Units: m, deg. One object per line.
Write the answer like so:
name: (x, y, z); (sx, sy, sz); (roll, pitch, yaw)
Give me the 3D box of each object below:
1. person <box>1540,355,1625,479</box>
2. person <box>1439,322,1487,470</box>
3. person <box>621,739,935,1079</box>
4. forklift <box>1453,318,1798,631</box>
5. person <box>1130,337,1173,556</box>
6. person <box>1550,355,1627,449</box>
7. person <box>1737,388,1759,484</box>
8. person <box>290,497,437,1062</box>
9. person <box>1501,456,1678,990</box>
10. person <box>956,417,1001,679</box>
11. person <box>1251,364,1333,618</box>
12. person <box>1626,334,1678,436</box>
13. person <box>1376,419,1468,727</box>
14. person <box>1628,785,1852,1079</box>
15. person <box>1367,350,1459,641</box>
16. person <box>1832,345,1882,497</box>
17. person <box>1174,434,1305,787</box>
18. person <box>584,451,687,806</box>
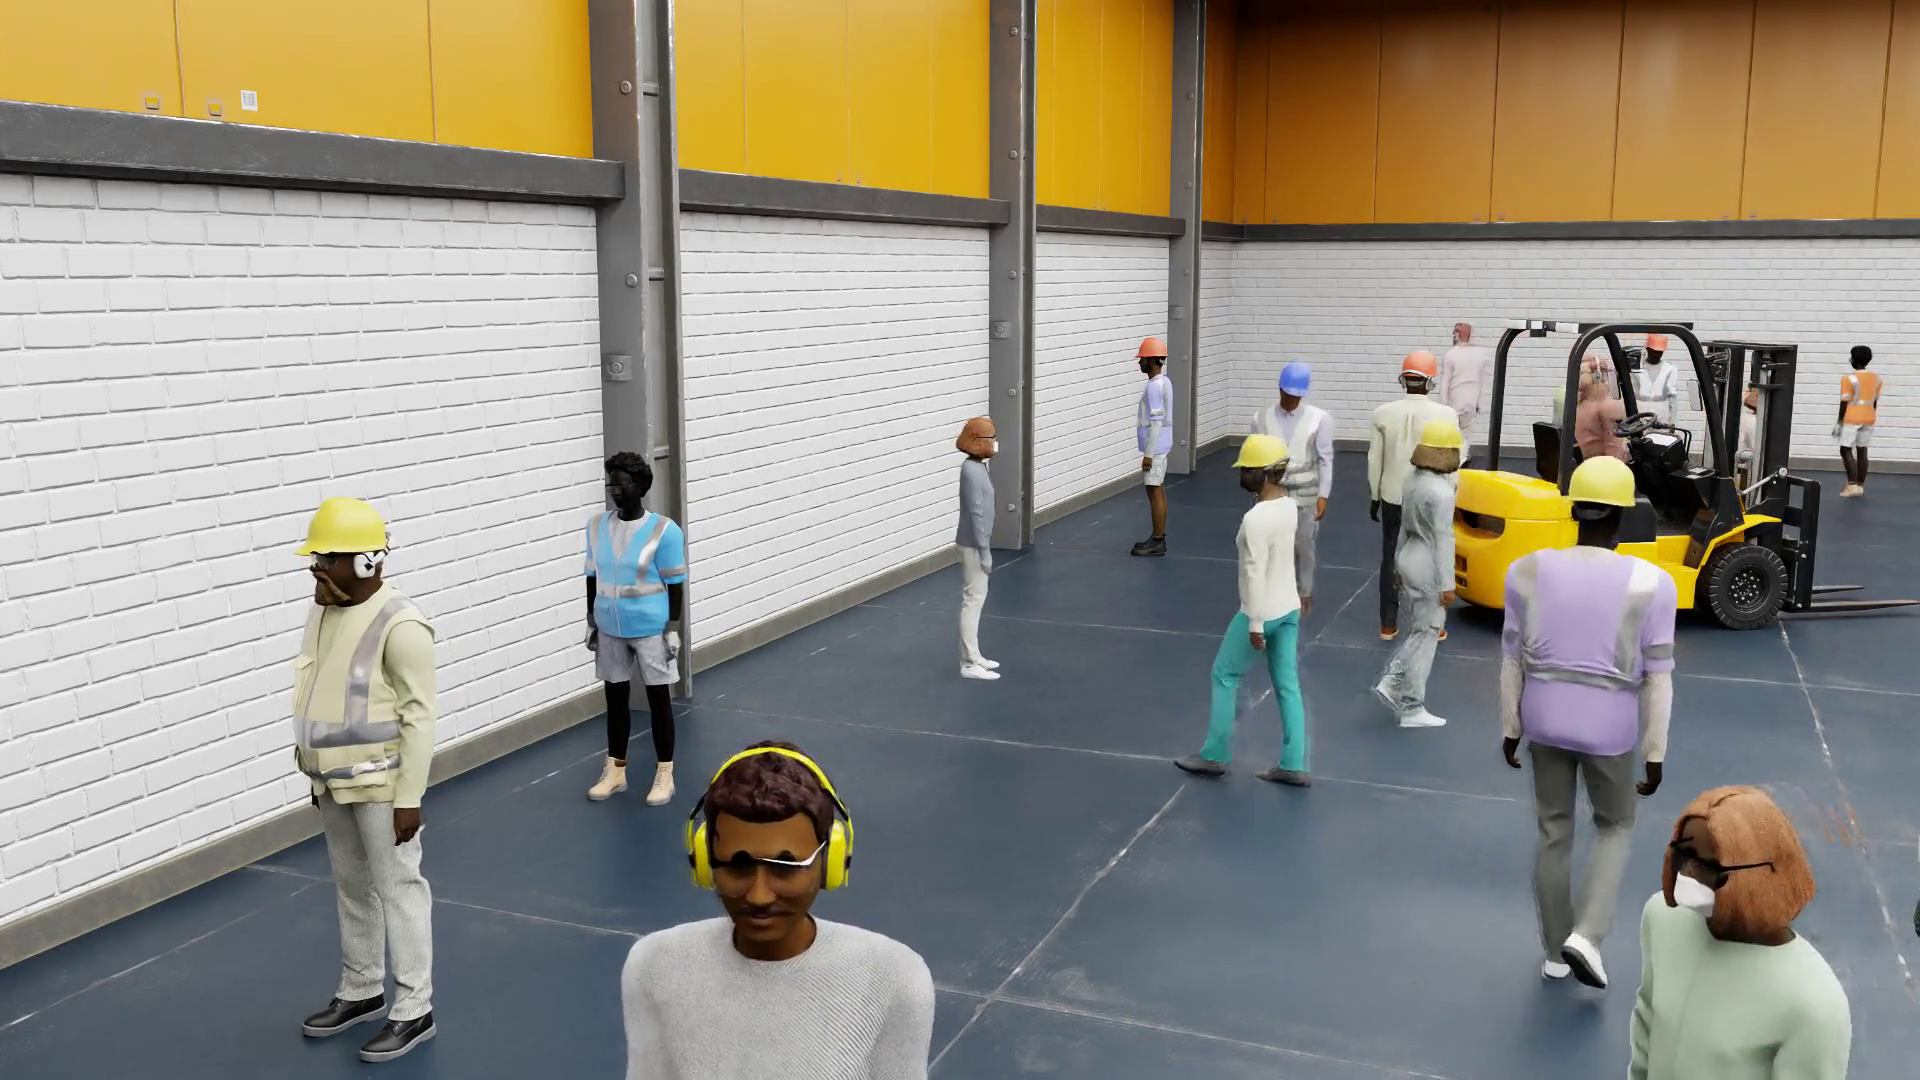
person: (4.902, -0.534, 13.213); (0.978, 1.857, 0.650); (0, 9, 1)
person: (6.000, -1.655, 19.924); (0.652, 1.891, 0.492); (-3, 10, -20)
person: (-0.293, 1.223, 2.570); (0.524, 1.867, 0.381); (1, 9, 8)
forklift: (4.706, -0.497, 11.990); (2.313, 2.155, 1.214); (-2, 10, -10)
person: (1.696, -0.821, 14.728); (0.357, 1.937, 0.551); (2, 10, 14)
person: (5.277, -0.655, 14.077); (0.646, 1.821, 0.436); (6, 11, 33)
person: (6.525, -0.471, 13.557); (0.387, 1.620, 0.508); (4, 10, 25)
person: (-1.949, 0.767, 5.424); (0.592, 1.833, 0.404); (7, 12, 36)
person: (2.186, 0.658, 5.862); (0.585, 1.911, 0.465); (6, 11, 31)
person: (0.130, 0.050, 10.391); (0.315, 1.633, 0.520); (0, 9, 0)
person: (2.358, -0.320, 11.874); (0.596, 1.883, 0.965); (3, 10, 17)
person: (7.686, -1.416, 18.609); (0.558, 1.870, 1.003); (2, 10, 9)
person: (2.606, 0.189, 9.224); (0.375, 1.727, 0.517); (-2, 10, -10)
person: (1.380, 1.247, 3.157); (0.559, 1.615, 0.536); (-3, 10, -18)
person: (3.092, -0.294, 11.358); (0.612, 1.995, 0.393); (5, 11, 28)
person: (9.945, -1.314, 18.463); (0.543, 1.700, 0.334); (-3, 10, -17)
person: (1.415, 0.345, 8.258); (0.742, 1.746, 0.535); (8, 12, 40)
person: (-1.556, 0.421, 7.929); (0.530, 1.697, 0.322); (3, 10, 19)
